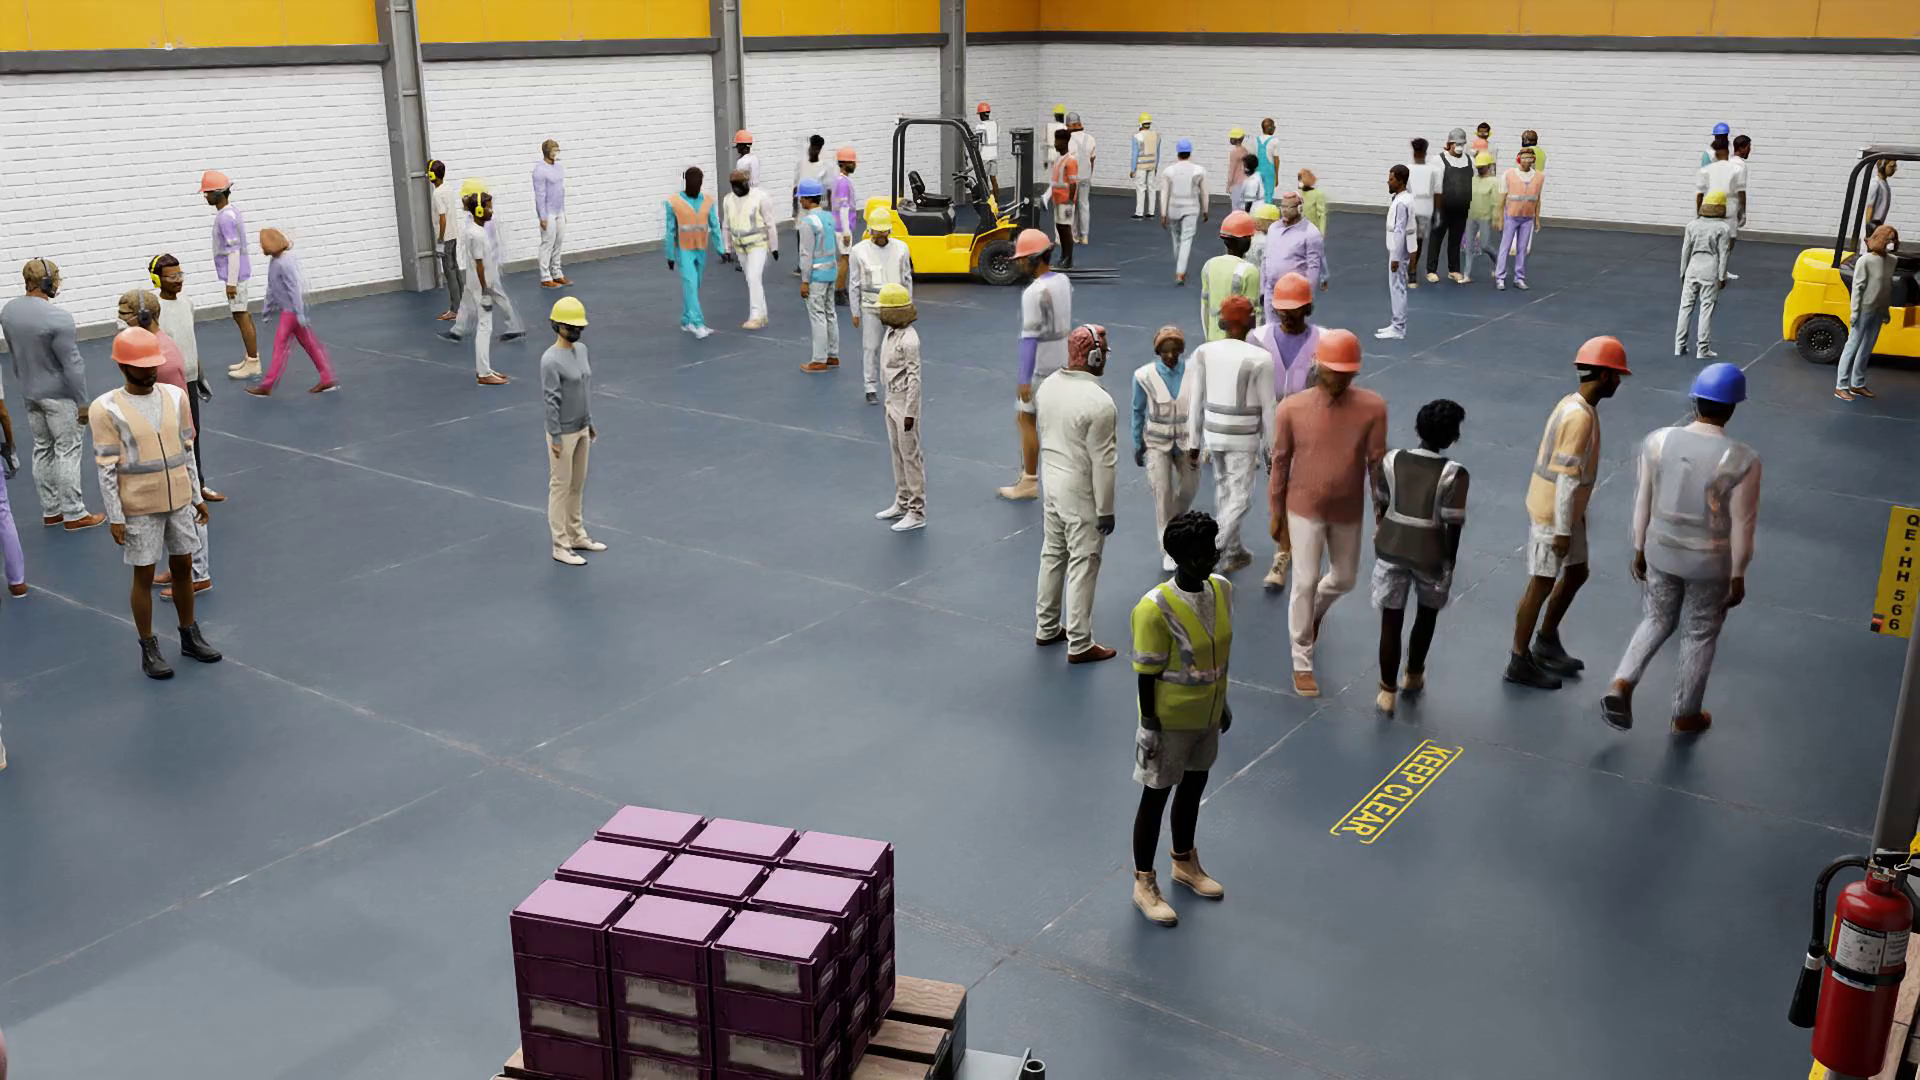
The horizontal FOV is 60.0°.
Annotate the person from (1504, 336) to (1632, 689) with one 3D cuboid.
[{"bbox_3d":[3.272,-0.144,8.935,0.458,1.913,0.557,9,20,25],"label":"person"}]

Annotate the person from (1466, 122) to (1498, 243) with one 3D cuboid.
[{"bbox_3d":[8.116,-5.588,26.036,0.510,1.861,0.329,10,20,27],"label":"person"}]

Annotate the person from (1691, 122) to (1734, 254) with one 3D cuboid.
[{"bbox_3d":[11.224,-5.200,24.691,0.604,1.939,0.416,-2,18,-7],"label":"person"}]

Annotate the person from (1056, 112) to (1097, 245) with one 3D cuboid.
[{"bbox_3d":[1.739,-5.610,25.803,0.672,2.000,0.536,-11,21,-30],"label":"person"}]

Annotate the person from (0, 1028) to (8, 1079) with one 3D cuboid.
[{"bbox_3d":[-2.278,1.534,3.642,0.625,1.933,0.371,3,18,10],"label":"person"}]

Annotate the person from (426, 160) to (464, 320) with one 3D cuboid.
[{"bbox_3d":[-6.065,-3.524,19.568,0.336,1.864,0.521,0,18,1],"label":"person"}]

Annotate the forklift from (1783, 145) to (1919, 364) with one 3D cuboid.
[{"bbox_3d":[9.803,-2.879,17.013,2.313,2.155,1.214,12,21,33],"label":"forklift"}]

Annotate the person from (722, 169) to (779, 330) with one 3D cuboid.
[{"bbox_3d":[-2.460,-3.323,19.029,0.645,1.804,0.787,10,20,29],"label":"person"}]

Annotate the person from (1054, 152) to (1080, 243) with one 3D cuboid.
[{"bbox_3d":[1.712,-5.518,25.961,0.533,1.767,0.327,-4,18,-11],"label":"person"}]

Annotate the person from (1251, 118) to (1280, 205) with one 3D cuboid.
[{"bbox_3d":[4.975,-5.945,27.173,0.506,1.842,0.348,12,21,33],"label":"person"}]

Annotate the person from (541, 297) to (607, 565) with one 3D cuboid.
[{"bbox_3d":[-2.553,-0.727,10.980,0.329,1.765,0.527,5,18,15],"label":"person"}]

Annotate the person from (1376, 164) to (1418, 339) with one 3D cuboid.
[{"bbox_3d":[4.884,-3.198,18.472,0.383,1.911,0.593,5,18,15],"label":"person"}]

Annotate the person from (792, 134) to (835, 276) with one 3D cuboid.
[{"bbox_3d":[-1.986,-4.520,22.568,0.651,1.936,0.448,6,19,17],"label":"person"}]

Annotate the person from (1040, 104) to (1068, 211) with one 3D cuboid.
[{"bbox_3d":[1.734,-6.944,30.196,0.832,1.903,0.591,-16,24,-41],"label":"person"}]

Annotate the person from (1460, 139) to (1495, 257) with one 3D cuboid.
[{"bbox_3d":[7.686,-5.105,24.780,0.568,1.707,0.895,-5,18,-15],"label":"person"}]

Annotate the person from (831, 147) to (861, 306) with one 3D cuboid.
[{"bbox_3d":[-1.420,-3.864,20.556,0.435,1.924,0.604,-3,18,-9],"label":"person"}]

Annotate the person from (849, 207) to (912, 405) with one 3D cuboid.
[{"bbox_3d":[-0.725,-2.156,15.364,0.601,1.819,0.403,-6,19,-18],"label":"person"}]

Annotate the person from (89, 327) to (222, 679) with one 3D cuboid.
[{"bbox_3d":[-4.371,-0.207,9.074,0.370,1.933,0.553,12,21,33],"label":"person"}]

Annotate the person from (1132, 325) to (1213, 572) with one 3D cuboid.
[{"bbox_3d":[1.389,-0.645,10.947,0.558,1.615,0.628,0,18,-1],"label":"person"}]

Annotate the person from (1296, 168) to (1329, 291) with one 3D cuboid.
[{"bbox_3d":[4.523,-3.982,21.434,0.811,1.592,0.566,-17,24,-42],"label":"person"}]

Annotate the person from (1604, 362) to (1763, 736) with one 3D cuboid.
[{"bbox_3d":[3.564,0.088,8.179,0.630,1.932,0.611,-13,22,-36],"label":"person"}]

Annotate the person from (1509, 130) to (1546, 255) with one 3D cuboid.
[{"bbox_3d":[8.422,-5.171,24.778,0.640,1.830,0.429,-15,23,-39],"label":"person"}]

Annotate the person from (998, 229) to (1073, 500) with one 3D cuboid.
[{"bbox_3d":[0.686,-1.306,12.432,0.594,1.999,0.828,11,21,31],"label":"person"}]

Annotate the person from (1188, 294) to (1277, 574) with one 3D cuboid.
[{"bbox_3d":[1.724,-0.622,10.493,0.833,1.855,0.605,-17,24,-42],"label":"person"}]

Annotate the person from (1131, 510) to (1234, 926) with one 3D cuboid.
[{"bbox_3d":[0.894,0.695,6.638,0.541,1.696,0.315,-16,23,-40],"label":"person"}]

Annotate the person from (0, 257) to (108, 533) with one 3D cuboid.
[{"bbox_3d":[-6.300,-0.997,11.569,0.632,1.928,0.392,7,19,22],"label":"person"}]

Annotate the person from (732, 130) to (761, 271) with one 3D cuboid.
[{"bbox_3d":[-2.981,-4.728,23.212,0.362,1.938,0.545,5,18,14],"label":"person"}]

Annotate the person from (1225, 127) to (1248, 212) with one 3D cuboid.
[{"bbox_3d":[4.444,-5.681,26.497,0.448,1.756,0.534,10,20,29],"label":"person"}]

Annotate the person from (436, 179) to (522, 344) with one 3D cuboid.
[{"bbox_3d":[-5.259,-3.012,18.091,0.925,1.782,0.616,-8,19,-23],"label":"person"}]

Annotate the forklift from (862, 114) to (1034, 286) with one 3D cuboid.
[{"bbox_3d":[-0.171,-4.594,22.377,2.313,2.155,1.214,1,18,3],"label":"forklift"}]
